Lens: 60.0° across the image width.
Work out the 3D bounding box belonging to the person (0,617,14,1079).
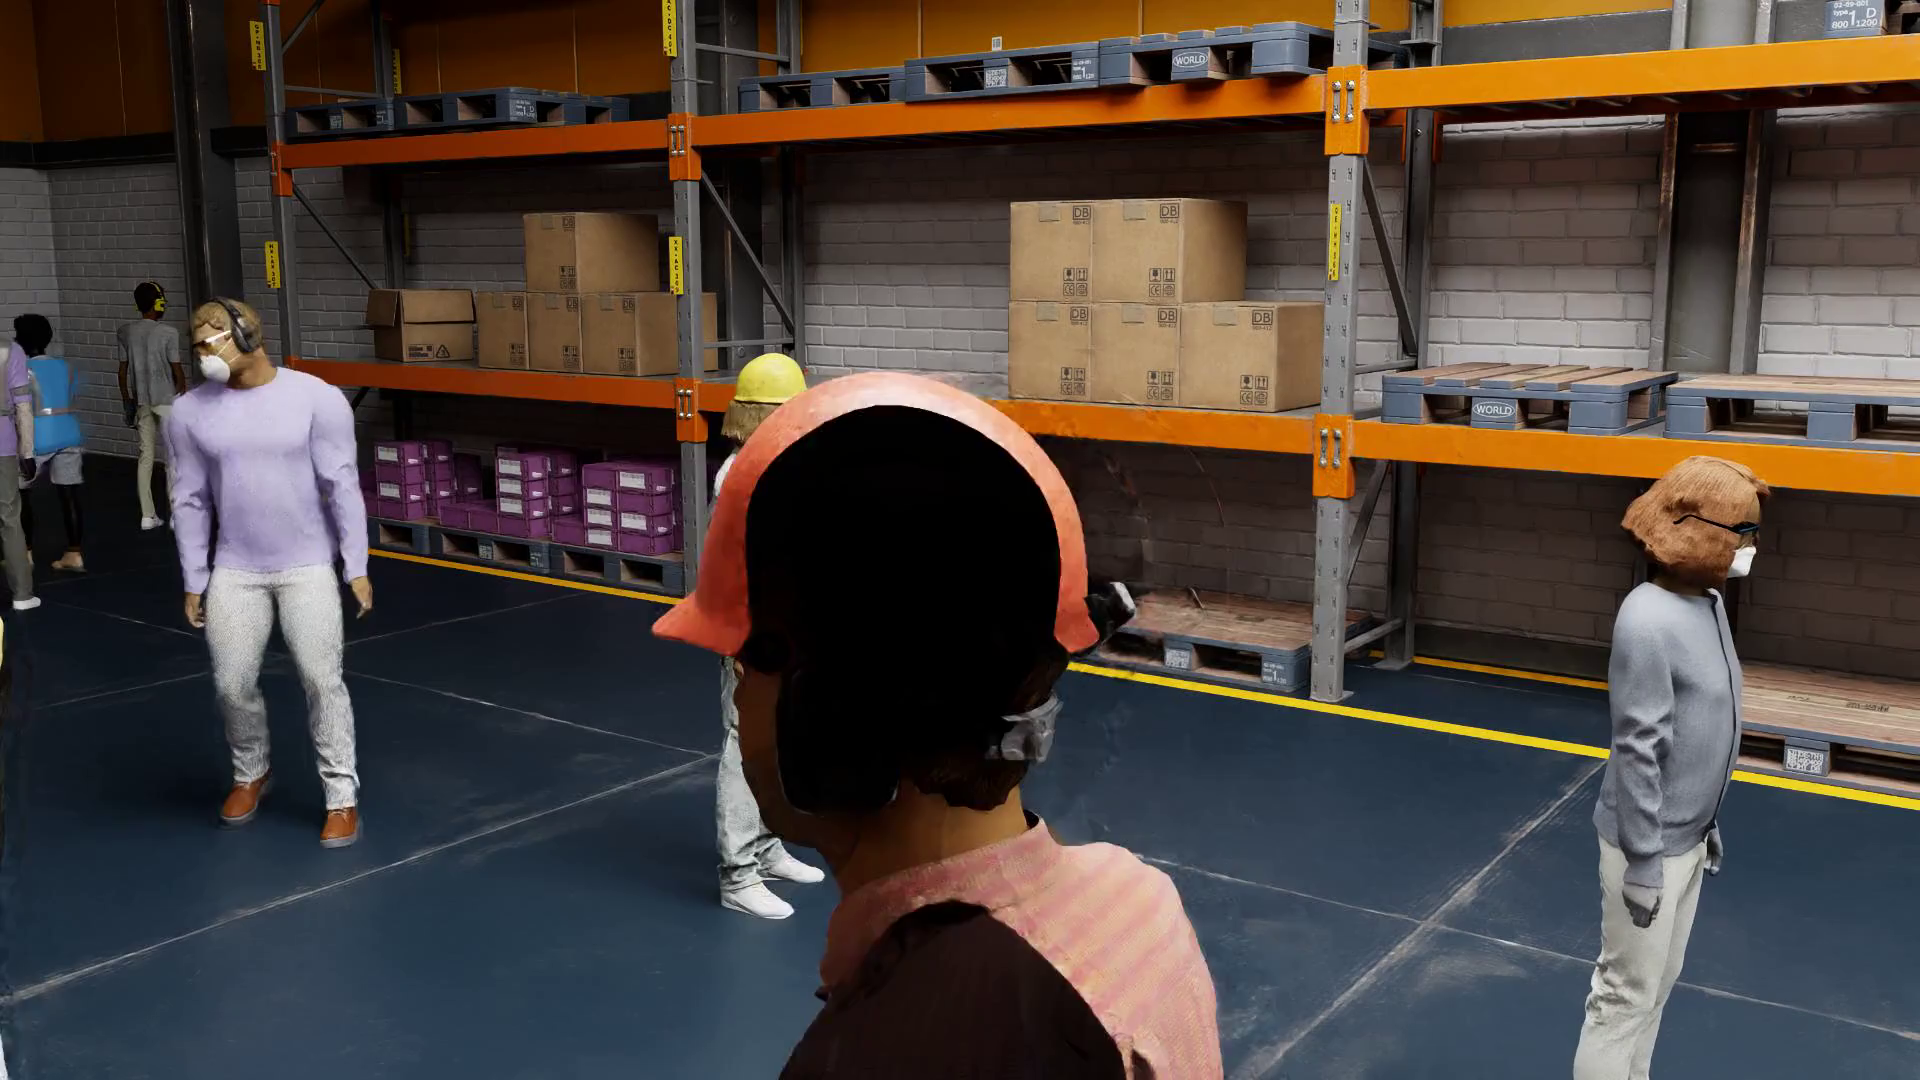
[{"bbox_3d":[-1.704,0.701,2.584,0.897,1.809,0.623,5,11,27],"label":"person"}]

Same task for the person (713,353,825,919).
[{"bbox_3d":[-0.587,0.289,5.205,0.316,1.741,0.493,2,10,14],"label":"person"}]

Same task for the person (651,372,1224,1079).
[{"bbox_3d":[-0.051,0.856,1.227,1.007,1.937,0.645,5,11,28],"label":"person"}]

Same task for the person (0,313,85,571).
[{"bbox_3d":[-6.006,-0.623,10.813,0.606,1.680,0.542,4,10,22],"label":"person"}]

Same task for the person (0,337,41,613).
[{"bbox_3d":[-5.602,-0.521,9.487,0.590,1.923,0.383,-4,10,-24],"label":"person"}]

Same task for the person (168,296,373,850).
[{"bbox_3d":[-2.369,0.107,5.830,0.693,1.908,0.507,-1,10,-3],"label":"person"}]

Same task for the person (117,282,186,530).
[{"bbox_3d":[-6.054,-1.005,12.542,0.539,1.866,0.313,1,10,5],"label":"person"}]

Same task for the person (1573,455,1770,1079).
[{"bbox_3d":[1.479,0.634,3.475,0.280,1.633,0.499,7,12,37],"label":"person"}]
